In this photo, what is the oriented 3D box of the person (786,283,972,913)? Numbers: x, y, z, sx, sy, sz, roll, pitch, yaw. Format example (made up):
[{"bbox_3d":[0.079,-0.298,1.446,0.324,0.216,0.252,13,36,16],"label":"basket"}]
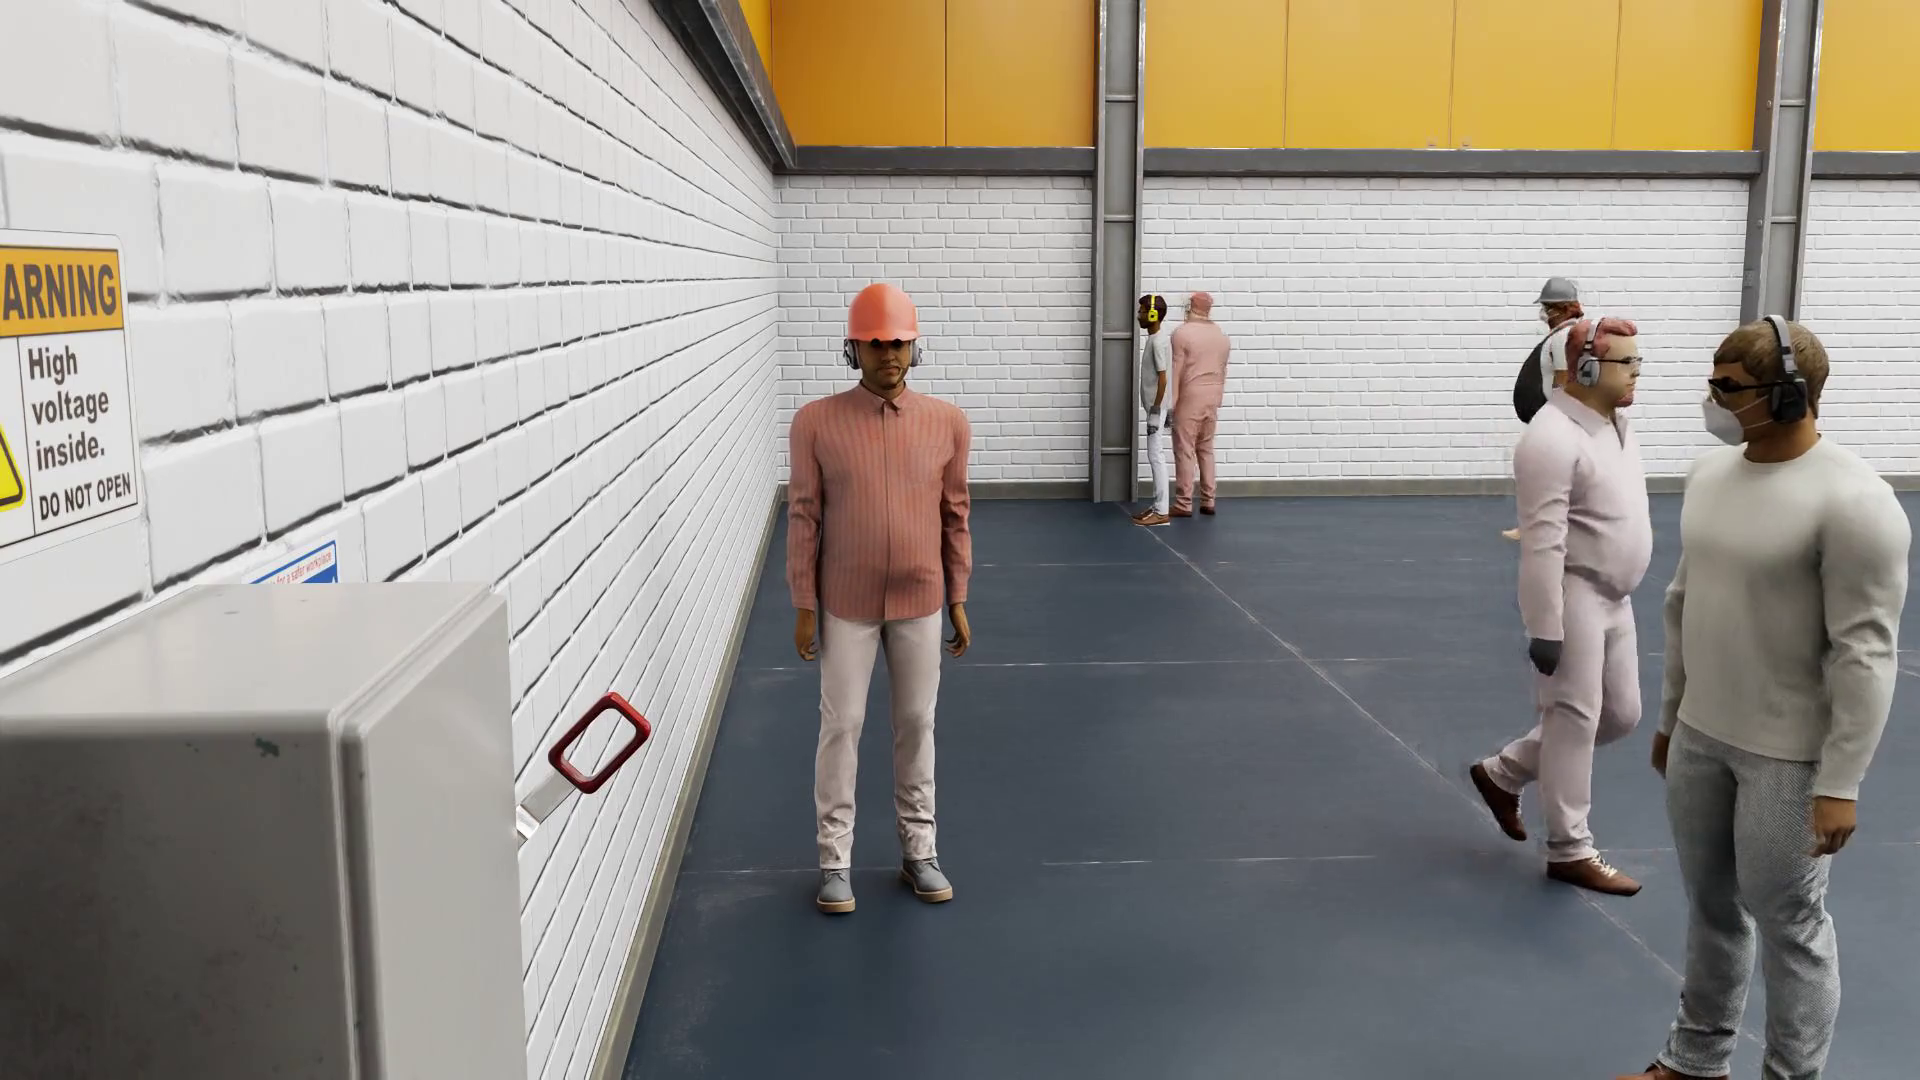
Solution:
[{"bbox_3d":[-0.250,0.187,5.325,0.611,1.995,0.375,-3,9,-17],"label":"person"}]

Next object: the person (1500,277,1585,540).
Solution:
[{"bbox_3d":[4.537,-0.972,12.460,0.768,2.000,0.689,3,9,18],"label":"person"}]

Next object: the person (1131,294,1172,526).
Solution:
[{"bbox_3d":[1.560,-1.047,13.468,0.311,1.869,0.534,1,9,5],"label":"person"}]

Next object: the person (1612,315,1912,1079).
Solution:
[{"bbox_3d":[1.799,0.467,3.758,0.377,1.936,0.627,-2,9,-13],"label":"person"}]

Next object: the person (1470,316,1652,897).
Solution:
[{"bbox_3d":[2.016,0.208,5.508,0.544,1.892,0.667,8,12,40],"label":"person"}]

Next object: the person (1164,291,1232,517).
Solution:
[{"bbox_3d":[1.961,-1.120,13.929,0.693,1.877,0.417,-7,12,-39],"label":"person"}]
